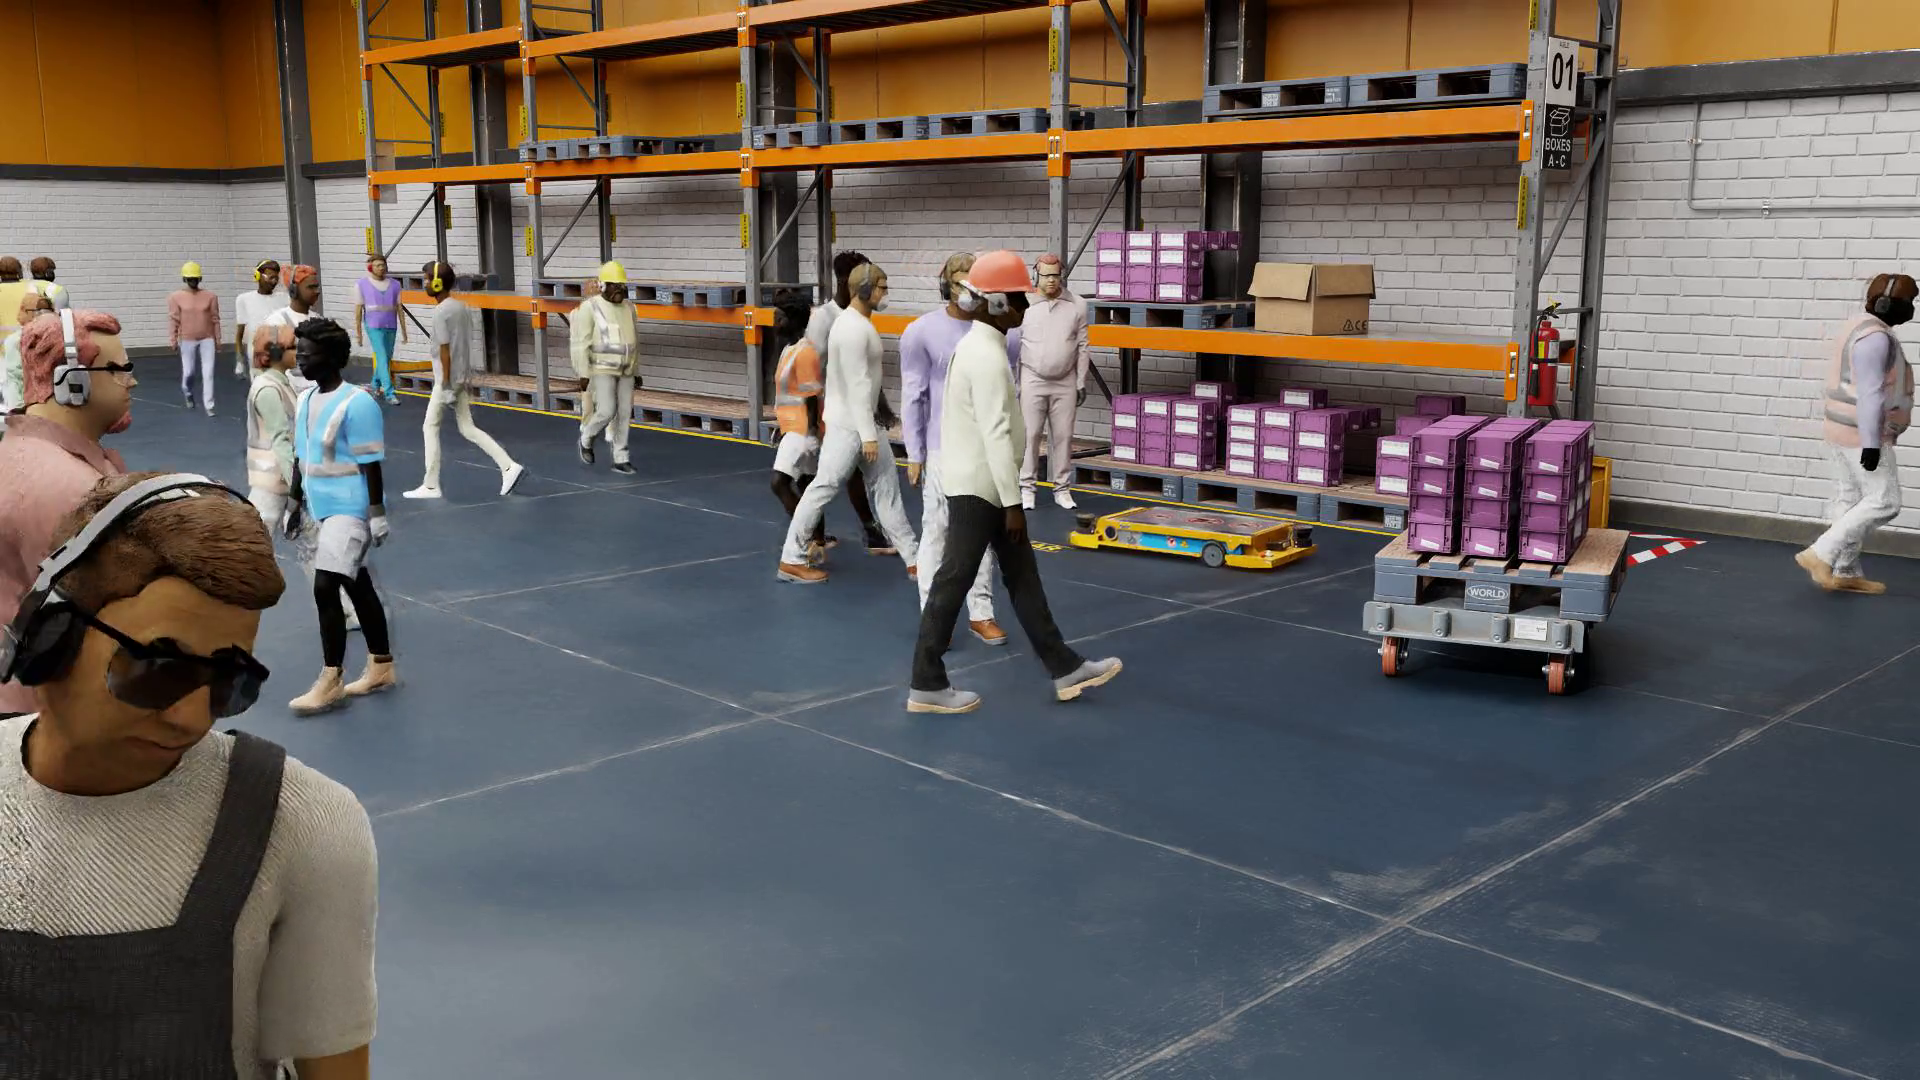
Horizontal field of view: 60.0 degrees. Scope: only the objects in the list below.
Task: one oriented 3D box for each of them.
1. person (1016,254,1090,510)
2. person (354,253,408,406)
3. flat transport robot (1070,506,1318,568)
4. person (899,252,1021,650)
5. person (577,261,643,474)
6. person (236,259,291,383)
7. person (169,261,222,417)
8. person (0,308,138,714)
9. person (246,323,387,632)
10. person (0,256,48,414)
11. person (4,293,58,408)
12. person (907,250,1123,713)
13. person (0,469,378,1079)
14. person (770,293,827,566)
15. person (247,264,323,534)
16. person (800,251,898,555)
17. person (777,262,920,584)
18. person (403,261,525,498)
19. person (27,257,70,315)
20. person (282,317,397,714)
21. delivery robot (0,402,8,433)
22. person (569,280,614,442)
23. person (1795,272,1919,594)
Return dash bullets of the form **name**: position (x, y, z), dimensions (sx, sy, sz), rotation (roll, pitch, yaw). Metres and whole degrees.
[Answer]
- **person**: position (0.645, -1.151, 12.251), dimensions (0.637, 1.891, 0.396), rotation (-2, 11, -11)
- **person**: position (-7.003, -2.548, 20.066), dimensions (0.576, 1.813, 0.924), rotation (-10, 14, -42)
- **flat transport robot**: position (1.474, -0.035, 10.565), dimensions (1.431, 0.197, 0.652), rotation (8, 13, 36)
- **person**: position (0.015, -0.430, 8.171), dimensions (0.630, 1.940, 0.372), rotation (-4, 11, -23)
- **person**: position (-2.991, -1.460, 14.139), dimensions (0.538, 1.811, 0.621), rotation (9, 13, 39)
- **person**: position (-6.401, -1.680, 15.344), dimensions (0.525, 1.818, 0.983), rotation (-4, 11, -22)
- **person**: position (-8.605, -2.265, 18.725), dimensions (0.524, 1.739, 0.676), rotation (-6, 12, -31)
- **person**: position (-2.015, 0.387, 3.936), dimensions (0.989, 1.851, 0.668), rotation (-5, 12, -26)
- **person**: position (-3.406, -0.277, 8.283), dimensions (0.867, 1.596, 0.514), rotation (-2, 11, -10)
- **person**: position (-8.953, -1.779, 15.836), dimensions (0.662, 1.818, 0.728), rotation (-4, 11, -21)
- **person**: position (-6.480, -0.951, 11.881), dimensions (0.665, 1.609, 0.534), rotation (6, 12, 30)
- **person**: position (0.229, -0.220, 6.968), dimensions (0.991, 1.949, 0.655), rotation (0, 10, 0)
- **person**: position (-0.861, 0.817, 1.755), dimensions (0.606, 1.813, 0.390), rotation (-1, 10, -5)
- **person**: position (-0.998, -0.646, 10.048), dimensions (0.435, 1.679, 0.529), rotation (-2, 11, -11)
- **person**: position (-4.451, -0.921, 11.145), dimensions (0.971, 1.843, 0.580), rotation (3, 11, 16)
- **person**: position (-0.682, -0.864, 10.579), dimensions (0.963, 1.906, 0.640), rotation (3, 11, 16)
- **person**: position (-0.581, -0.661, 9.629), dimensions (1.080, 1.872, 0.660), rotation (0, 10, 1)
- **person**: position (-3.851, -1.225, 12.795), dimensions (0.867, 1.840, 0.526), rotation (1, 10, 8)
- **person**: position (-9.223, -1.974, 16.962), dimensions (0.656, 1.798, 0.872), rotation (2, 11, 13)
- **person**: position (-2.738, -0.105, 7.108), dimensions (0.546, 1.666, 0.685), rotation (9, 14, 41)
- **delivery robot**: position (-8.830, -1.188, 15.824), dimensions (0.707, 0.478, 0.477), rotation (0, 10, 0)
- **person**: position (-3.604, -1.776, 16.487), dimensions (0.511, 1.587, 0.867), rotation (-3, 11, -16)
- **person**: position (5.033, -0.566, 9.260), dimensions (0.450, 1.823, 0.711), rotation (4, 11, 21)
